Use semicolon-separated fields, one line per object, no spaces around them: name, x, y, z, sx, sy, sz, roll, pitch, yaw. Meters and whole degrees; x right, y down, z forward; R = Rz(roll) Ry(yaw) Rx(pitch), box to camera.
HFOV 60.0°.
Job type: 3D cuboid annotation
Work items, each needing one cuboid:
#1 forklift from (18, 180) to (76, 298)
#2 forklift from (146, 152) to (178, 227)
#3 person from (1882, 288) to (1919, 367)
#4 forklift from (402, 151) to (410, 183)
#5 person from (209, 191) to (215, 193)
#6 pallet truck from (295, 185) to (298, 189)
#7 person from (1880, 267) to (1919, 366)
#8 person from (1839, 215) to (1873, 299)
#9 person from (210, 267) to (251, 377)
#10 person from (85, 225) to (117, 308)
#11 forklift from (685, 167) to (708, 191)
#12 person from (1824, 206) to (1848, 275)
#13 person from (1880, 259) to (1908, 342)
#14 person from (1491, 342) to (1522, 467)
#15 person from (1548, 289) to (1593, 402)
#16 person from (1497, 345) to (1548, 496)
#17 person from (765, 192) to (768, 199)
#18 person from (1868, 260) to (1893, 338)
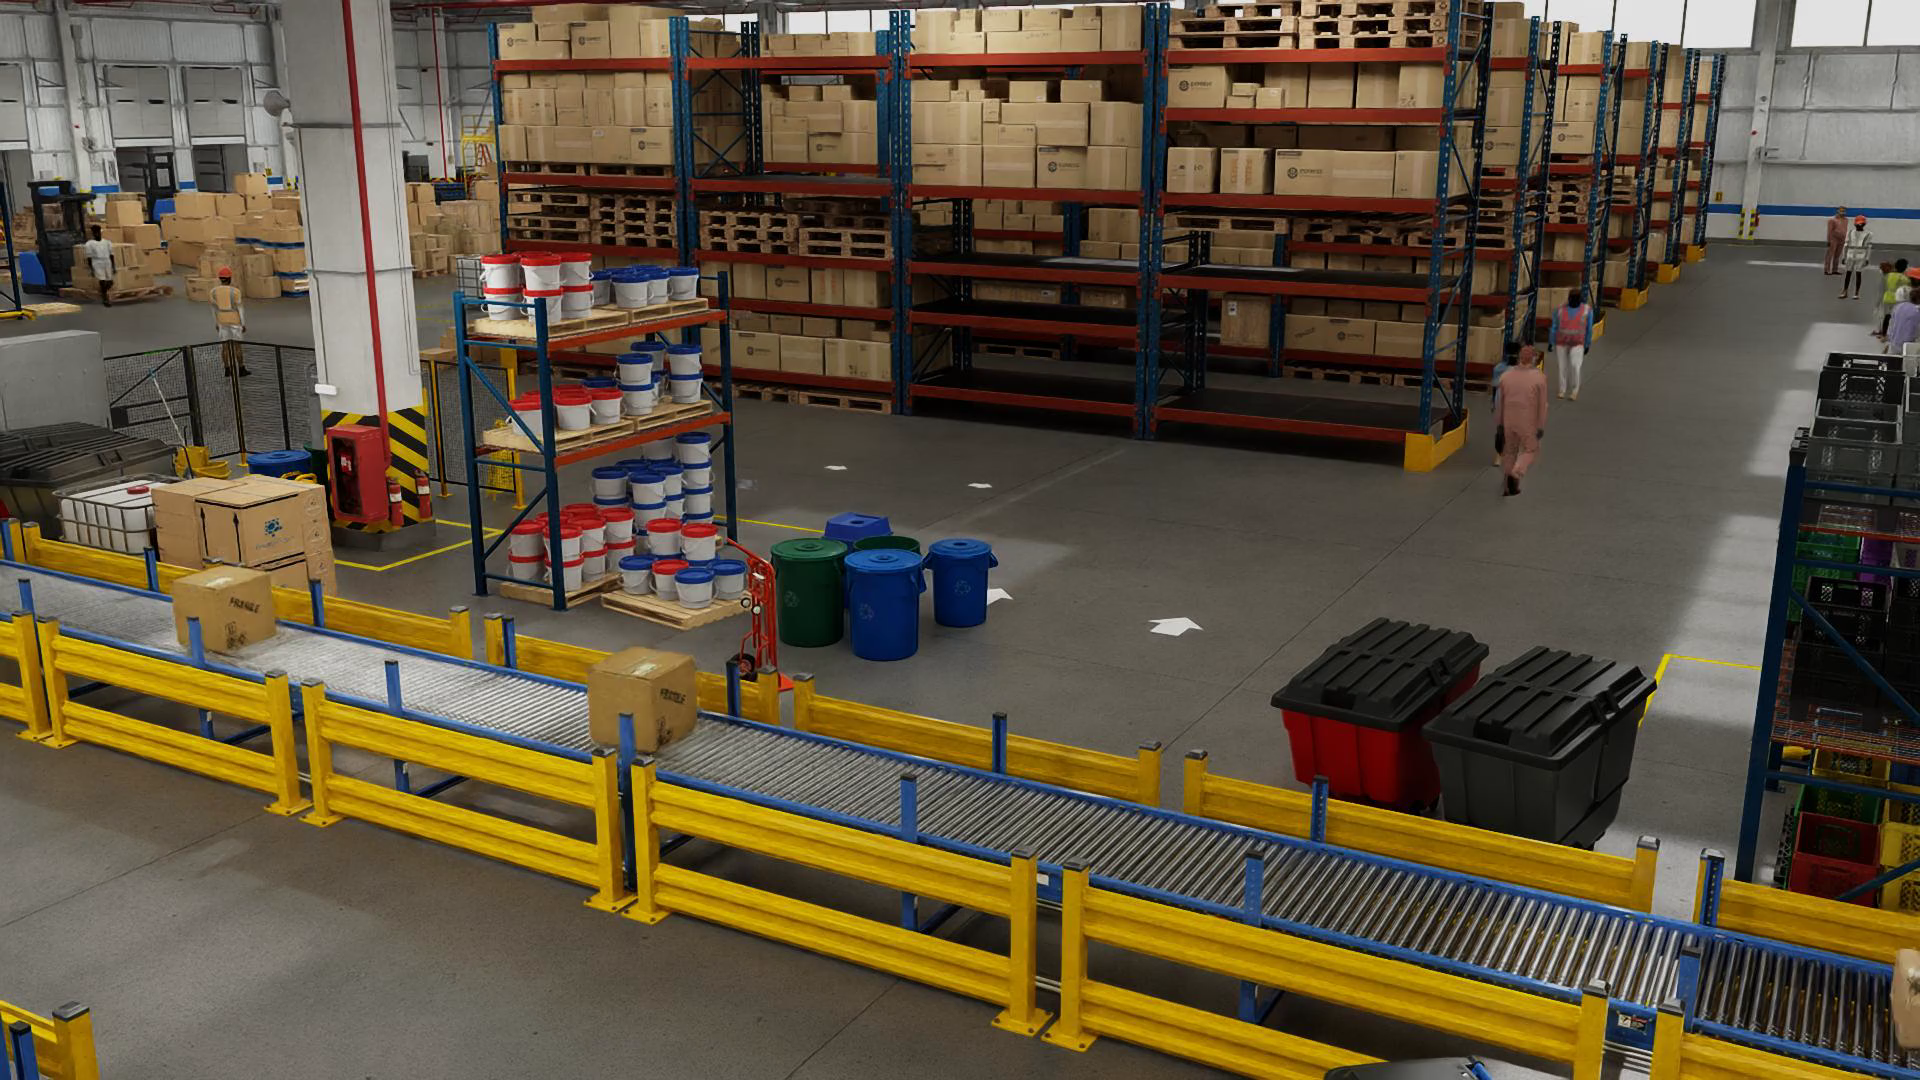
forklift;-22.423;-7.492;41.263;1.873;2.768;1.129;8;17;28
forklift;-30.086;-13.242;62.882;1.873;2.768;1.129;8;17;28
person;15.129;-3.138;26.812;0.956;1.888;0.652;-1;15;-4
forklift;-21.519;-13.653;64.424;1.873;2.768;1.129;-1;15;-5
person;-24.326;-10.441;54.264;0.358;1.882;0.574;8;17;29
pallet truck;-26.804;-14.617;69.738;1.885;1.965;0.823;-14;20;-42
person;16.908;-3.938;29.786;0.549;1.909;0.879;-1;15;-3
person;21.933;-6.918;40.710;0.611;2.042;0.395;14;20;41
person;-12.889;-3.848;29.371;0.549;1.937;0.358;0;15;0
person;-20.199;-6.442;39.104;0.564;1.947;0.624;10;18;34
forklift;-7.871;-9.672;49.461;1.129;2.768;1.873;8;17;28
person;24.414;-8.324;46.271;0.639;1.902;0.407;-4;16;-16
person;18.801;-4.806;33.446;0.377;1.691;0.558;-4;15;-13
person;7.422;-1.853;22.406;0.533;1.667;0.820;7;16;25
person;9.893;-3.163;27.028;0.645;1.812;0.744;7;17;26
person;6.857;-1.437;20.391;0.567;1.895;0.659;-14;20;-42
person;-8.025;-14.021;67.641;0.629;1.935;0.376;-5;16;-19
person;18.838;-4.911;33.984;0.514;1.604;0.549;9;17;30
